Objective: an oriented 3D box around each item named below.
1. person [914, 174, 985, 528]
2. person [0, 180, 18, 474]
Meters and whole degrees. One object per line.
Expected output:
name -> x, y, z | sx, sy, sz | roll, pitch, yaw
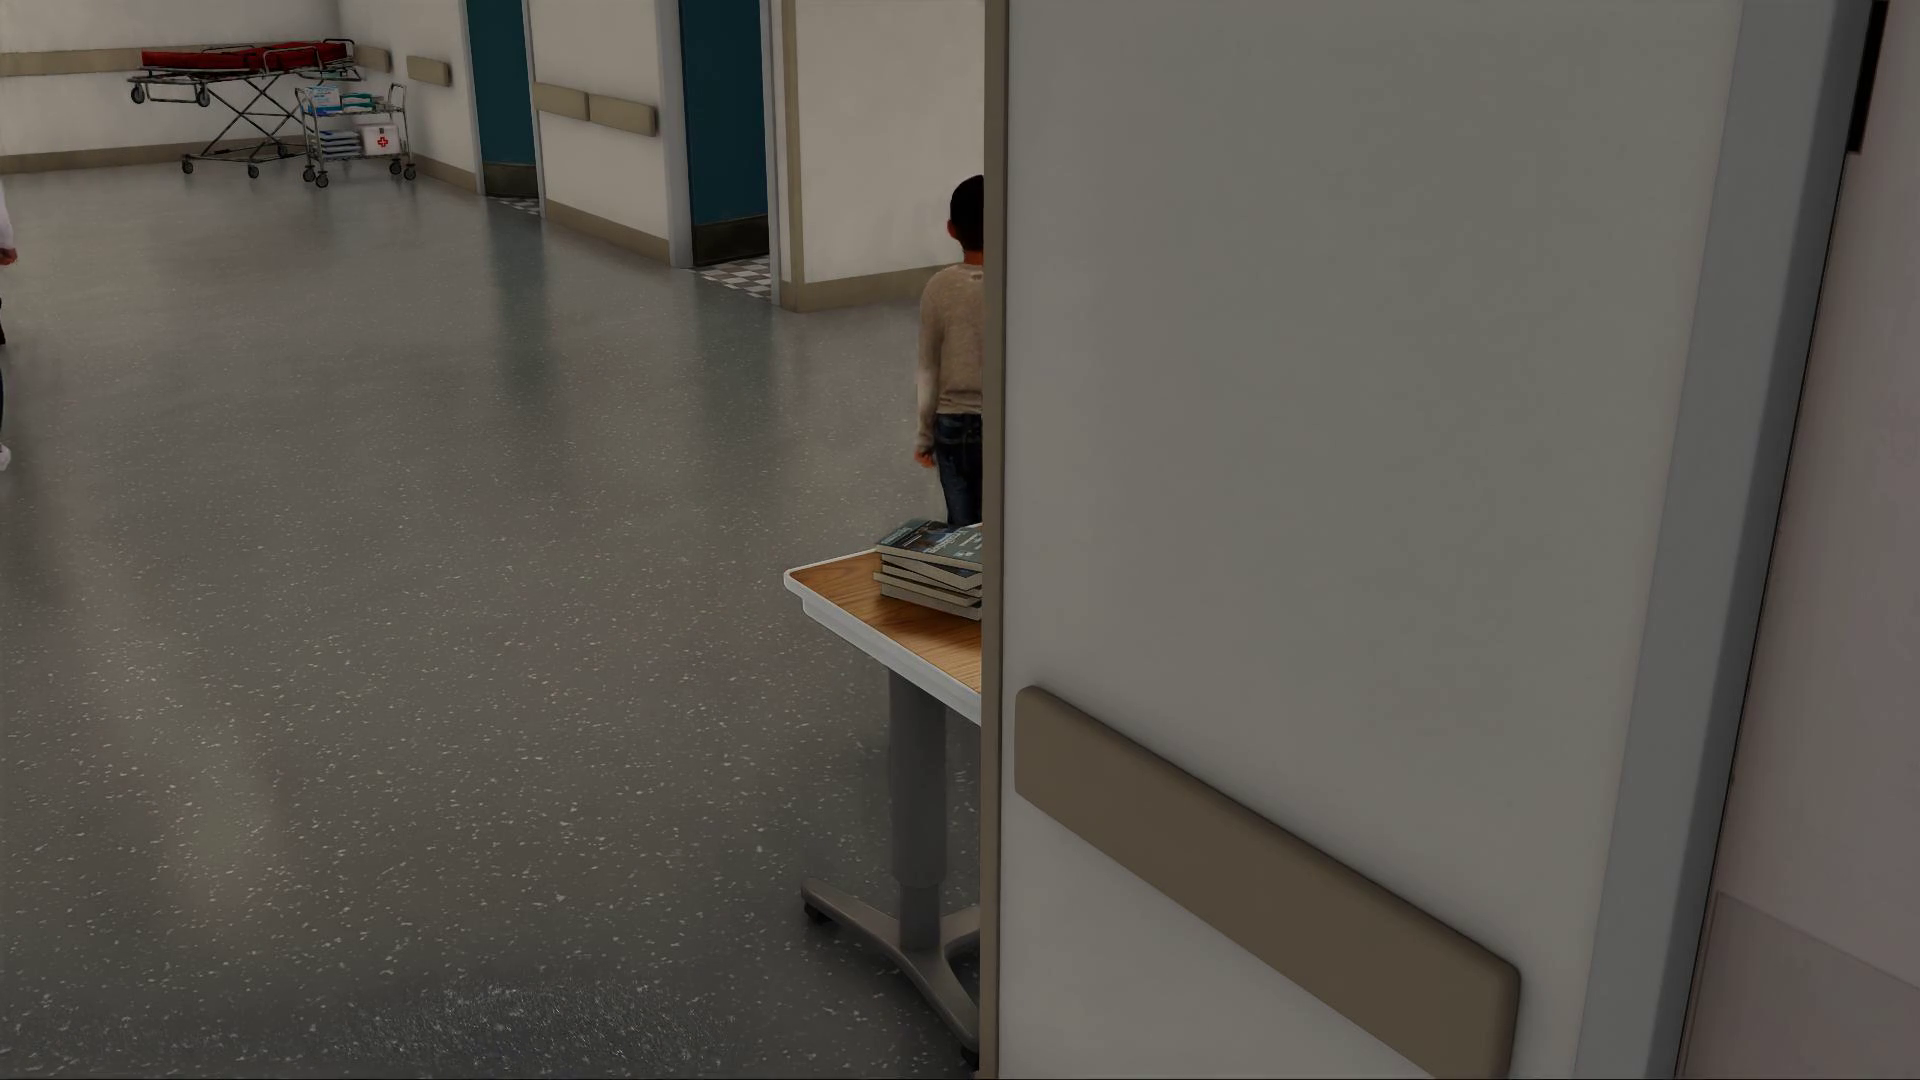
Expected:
person -> 0.043, -0.253, 4.619 | 0.743, 1.452, 0.784 | 9, 22, 22
person -> -3.929, -1.107, 6.440 | 0.667, 1.759, 0.821 | -12, 24, -28
